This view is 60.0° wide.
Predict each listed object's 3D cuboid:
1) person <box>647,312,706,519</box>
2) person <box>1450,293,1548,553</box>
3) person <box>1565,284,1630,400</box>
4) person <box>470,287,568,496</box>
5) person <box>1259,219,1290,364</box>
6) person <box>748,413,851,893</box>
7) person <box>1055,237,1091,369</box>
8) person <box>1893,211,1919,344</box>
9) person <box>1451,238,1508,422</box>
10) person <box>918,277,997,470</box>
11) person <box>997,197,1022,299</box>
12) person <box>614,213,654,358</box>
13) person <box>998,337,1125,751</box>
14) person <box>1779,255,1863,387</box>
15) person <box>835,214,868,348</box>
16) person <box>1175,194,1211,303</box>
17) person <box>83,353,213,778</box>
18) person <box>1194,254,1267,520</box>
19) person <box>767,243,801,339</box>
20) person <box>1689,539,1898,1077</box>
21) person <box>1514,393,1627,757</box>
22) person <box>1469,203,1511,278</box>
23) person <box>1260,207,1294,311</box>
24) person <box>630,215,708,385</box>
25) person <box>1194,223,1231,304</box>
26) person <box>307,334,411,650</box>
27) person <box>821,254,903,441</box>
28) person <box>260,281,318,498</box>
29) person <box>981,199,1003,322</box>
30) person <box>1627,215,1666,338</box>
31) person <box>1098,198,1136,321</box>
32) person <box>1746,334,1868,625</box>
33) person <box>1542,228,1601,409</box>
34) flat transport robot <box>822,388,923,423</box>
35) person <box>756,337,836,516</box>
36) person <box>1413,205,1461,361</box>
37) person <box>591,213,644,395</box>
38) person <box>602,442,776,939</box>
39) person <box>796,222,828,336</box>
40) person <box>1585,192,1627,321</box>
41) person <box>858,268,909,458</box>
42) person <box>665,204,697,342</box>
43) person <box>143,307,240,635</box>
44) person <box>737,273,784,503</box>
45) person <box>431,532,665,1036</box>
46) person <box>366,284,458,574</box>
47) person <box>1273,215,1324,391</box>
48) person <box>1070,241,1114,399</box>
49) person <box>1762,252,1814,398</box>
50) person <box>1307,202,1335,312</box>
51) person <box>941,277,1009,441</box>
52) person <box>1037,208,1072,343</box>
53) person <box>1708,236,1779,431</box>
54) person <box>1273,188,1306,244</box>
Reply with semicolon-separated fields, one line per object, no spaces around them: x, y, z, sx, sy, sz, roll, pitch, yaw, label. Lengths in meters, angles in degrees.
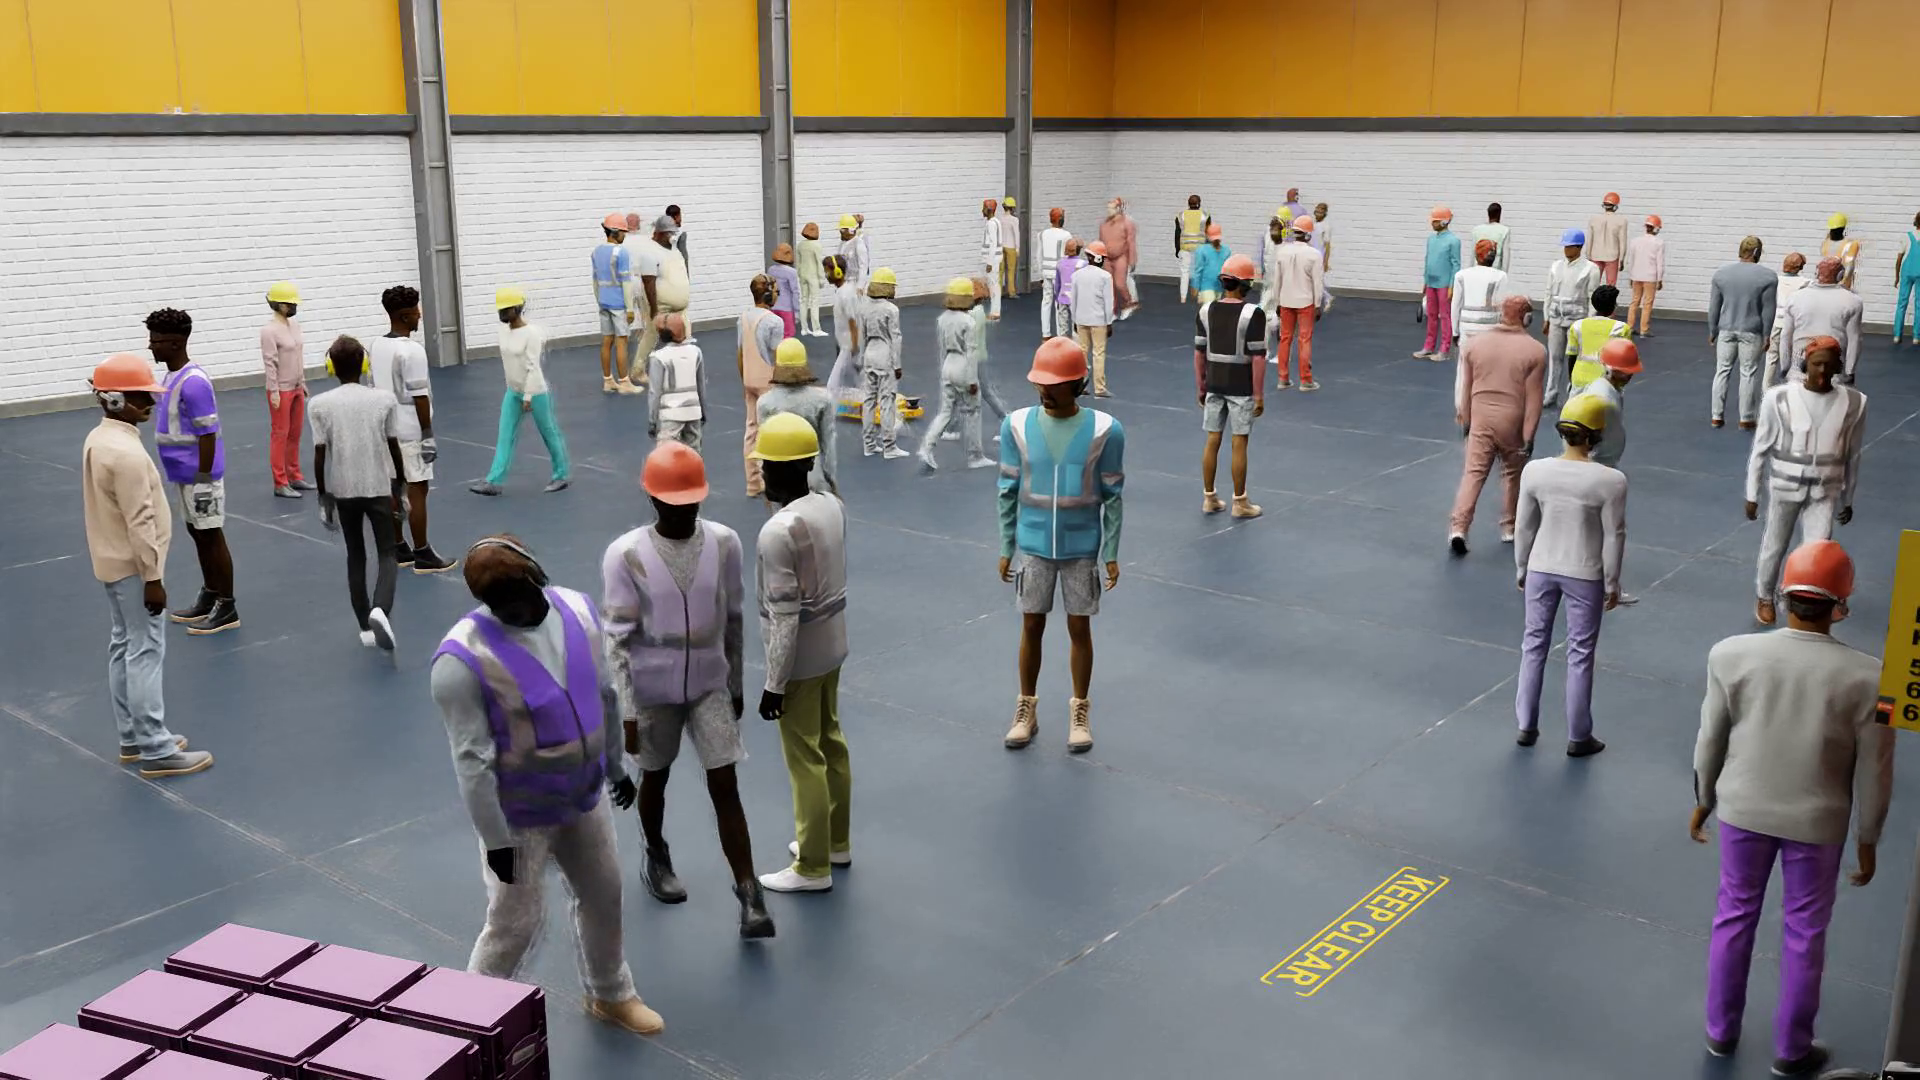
-2.103;-0.905;12.619;0.369;1.638;0.582;11;18;38;person
3.842;-0.831;11.895;0.645;1.861;1.008;12;19;40;person
5.417;-1.323;14.163;0.535;1.694;0.321;12;18;40;person
-3.611;-1.192;13.580;0.531;1.718;0.924;9;17;33;person
3.949;-3.148;21.156;0.717;1.839;0.551;-8;16;-30;person
-0.641;0.455;6.587;0.388;1.926;0.590;5;15;19;person
1.397;-2.940;20.732;0.515;1.641;0.315;12;18;40;person
13.299;-3.649;23.167;0.506;1.839;0.351;12;18;40;person
5.292;-2.124;16.975;0.575;1.885;0.361;12;18;40;person
-0.034;-1.457;14.660;0.755;1.717;0.496;-12;18;-39;person
0.843;-5.102;29.137;0.526;1.760;0.337;12;18;40;person
-4.239;-3.308;21.704;0.655;1.891;0.475;-4;15;-17;person
0.479;0.032;8.048;0.610;2.040;0.394;3;14;12;person
7.505;-1.523;14.533;0.643;1.910;0.400;12;18;40;person
-1.483;-3.470;22.469;0.403;1.827;0.600;-9;17;-33;person
3.990;-4.980;28.482;0.629;1.840;0.429;4;14;14;person
-3.855;0.118;7.800;0.391;1.991;0.612;-12;18;-39;person
2.106;-1.182;12.892;0.609;2.044;0.394;12;18;40;person
-2.099;-2.724;19.884;0.501;1.633;0.285;12;18;40;person
2.672;0.856;5.356;0.585;1.746;0.359;9;17;33;person
2.944;0.167;8.063;0.526;1.769;0.328;12;18;40;person
7.581;-3.855;23.844;0.607;1.914;0.390;11;18;38;person
4.751;-4.091;25.028;0.509;1.805;0.621;-11;18;-36;person
-3.490;-2.832;19.491;0.990;2.000;0.694;8;16;28;person
3.484;-3.497;22.841;0.593;1.713;0.819;-8;16;-28;person
-3.437;-0.247;9.559;0.512;1.846;0.627;-4;15;-15;person
-1.018;-1.848;16.024;0.950;1.825;0.597;-1;14;-3;person
-5.513;-1.238;13.682;0.330;1.765;0.533;2;14;6;person
0.493;-4.331;25.798;0.346;1.882;0.578;2;14;7;person
9.890;-3.785;23.912;0.363;1.742;0.561;-8;16;-29;person
2.400;-4.307;25.671;0.695;1.898;0.420;11;18;37;person
4.948;-0.304;9.793;0.589;1.851;0.952;4;15;17;person
6.470;-2.332;17.679;0.406;1.946;0.608;-10;17;-35;person
-1.141;-1.441;17.521;1.431;0.197;0.652;11;18;38;flat transport robot
-1.024;-0.399;10.395;0.494;1.726;0.639;-1;14;-2;person
6.203;-3.321;21.543;0.392;1.991;0.612;-6;15;-22;person
-3.884;-2.662;18.828;0.609;2.034;0.404;12;18;40;person
-1.022;0.573;6.207;0.562;1.878;0.968;-6;15;-22;person
-2.153;-3.766;24.049;0.501;1.633;0.289;12;18;40;person
9.935;-4.334;25.583;0.613;1.995;0.391;12;18;40;person
-0.710;-1.625;15.286;0.487;1.736;0.322;12;18;40;person
-4.015;-3.719;23.281;0.590;1.920;0.398;12;18;40;person
-4.605;-0.415;9.982;0.369;1.965;0.609;-10;17;-35;person
-1.582;-1.227;13.474;0.506;1.846;0.351;12;18;40;person
-1.348;0.829;5.354;0.474;1.810;0.684;9;17;32;person
-3.765;-0.750;11.320;0.607;1.966;0.373;12;18;40;person
3.899;-2.721;19.140;0.613;1.995;0.391;12;18;40;person
1.498;-2.461;18.608;0.564;1.742;0.347;12;18;40;person
9.109;-2.340;18.334;0.515;1.641;0.315;12;18;40;person
5.679;-4.469;26.510;0.770;1.804;0.535;-6;15;-22;person
0.163;-1.734;16.013;0.839;1.593;0.511;-1;14;-3;person
1.329;-3.666;23.143;0.575;1.882;0.361;12;18;40;person
7.801;-2.062;16.634;0.629;1.934;0.378;12;18;40;person
5.879;-5.284;29.558;0.643;1.910;0.400;12;18;40;person
